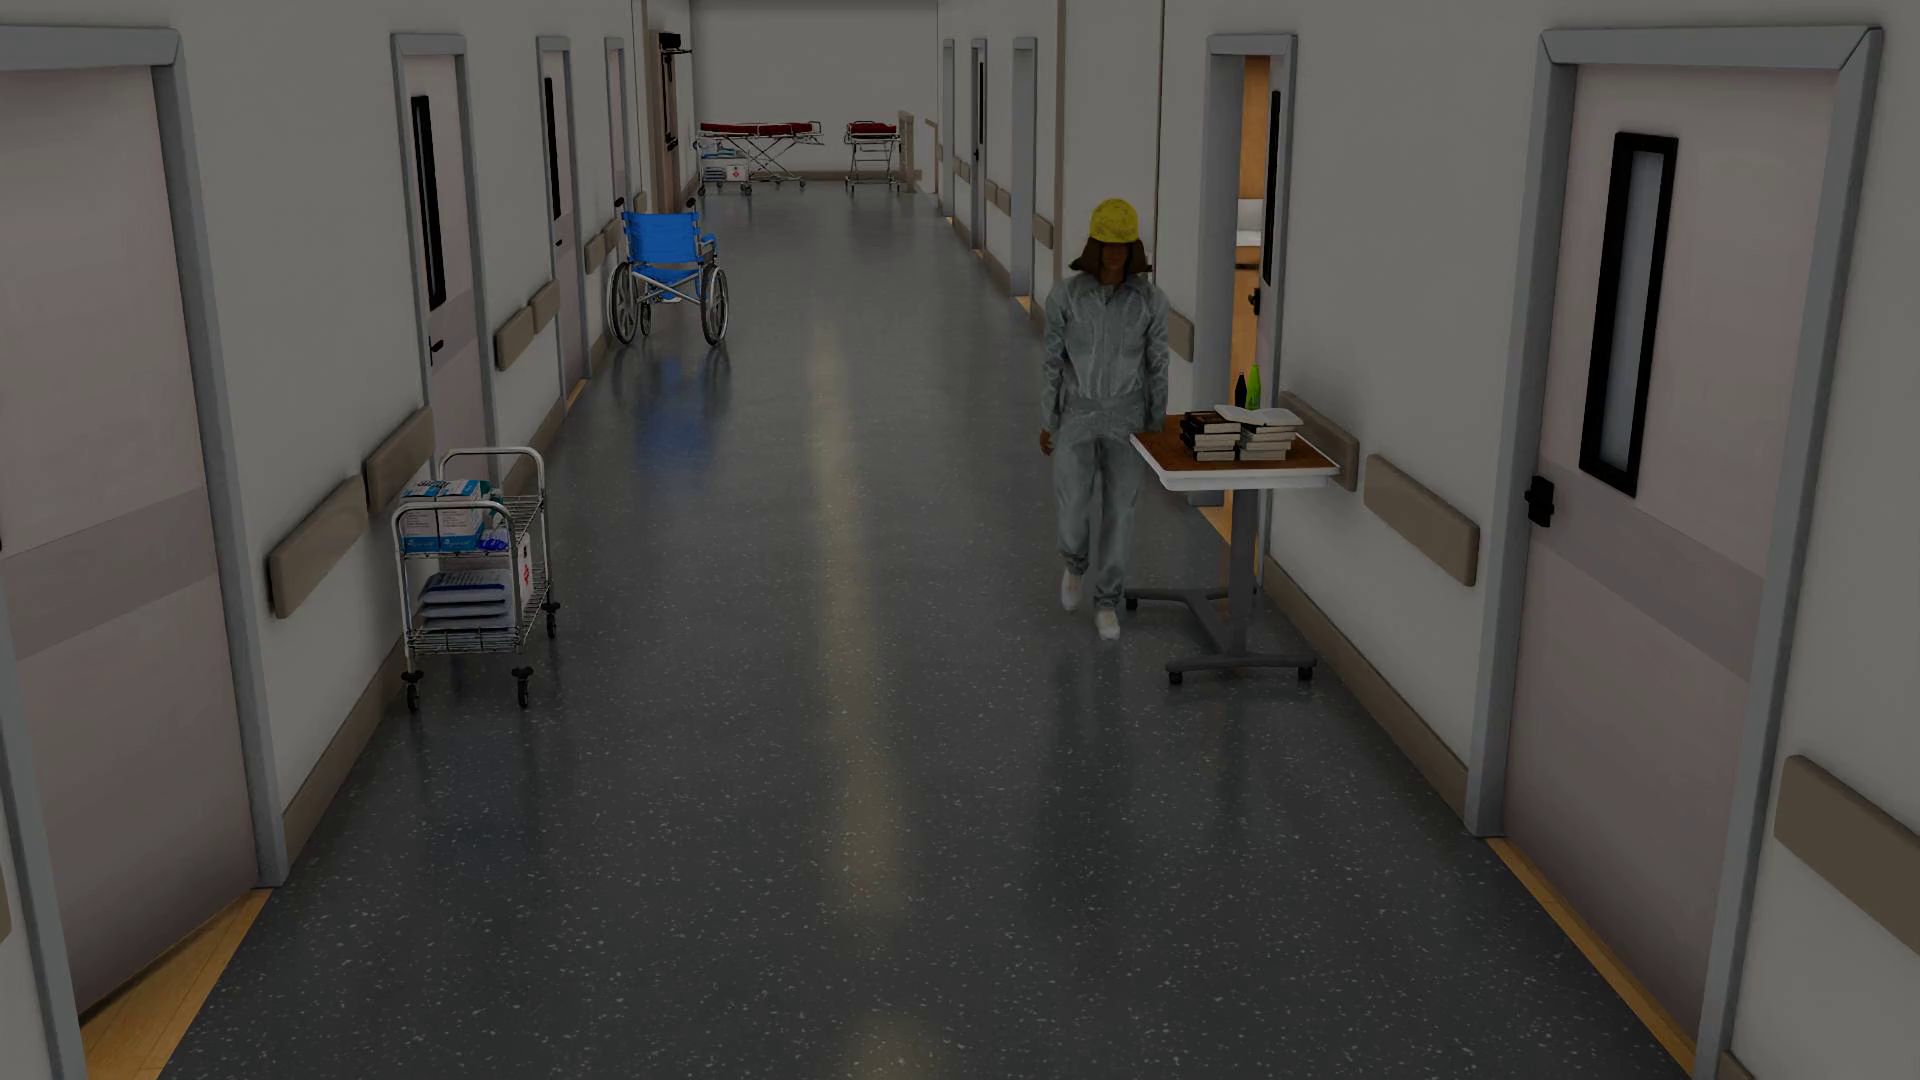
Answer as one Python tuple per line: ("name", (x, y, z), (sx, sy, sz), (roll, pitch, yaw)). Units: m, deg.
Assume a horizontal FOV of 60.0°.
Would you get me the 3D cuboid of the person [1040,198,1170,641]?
("person", (0.565, -0.469, 6.535), (0.508, 1.728, 0.402), (-1, 17, -2))
